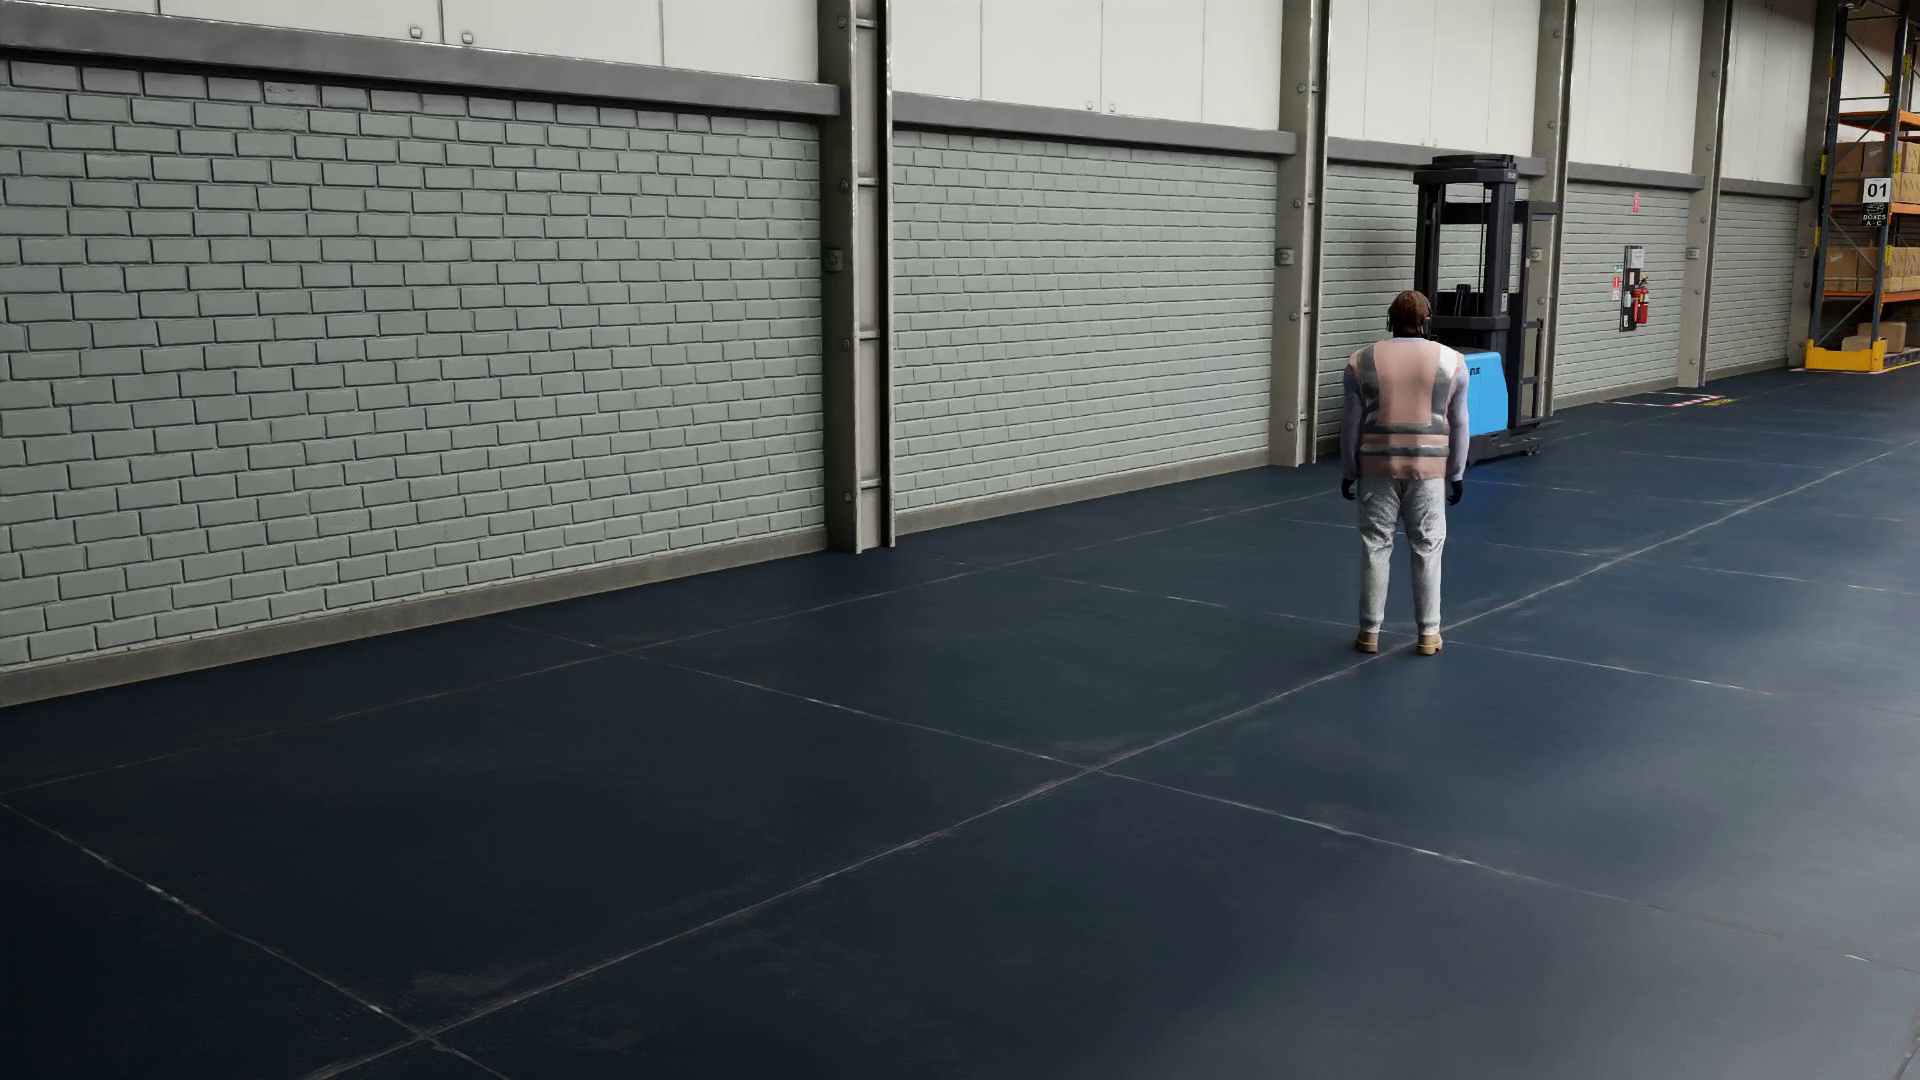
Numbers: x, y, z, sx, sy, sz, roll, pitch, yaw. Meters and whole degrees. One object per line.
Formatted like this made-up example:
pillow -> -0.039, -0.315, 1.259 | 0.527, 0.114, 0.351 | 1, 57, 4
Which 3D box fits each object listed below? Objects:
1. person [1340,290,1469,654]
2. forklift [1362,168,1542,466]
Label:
person -> 2.258, -0.345, 8.489 | 0.634, 1.841, 0.429 | 2, 10, 14
forklift -> 4.875, -2.212, 16.287 | 1.129, 2.768, 1.873 | 8, 13, 40
